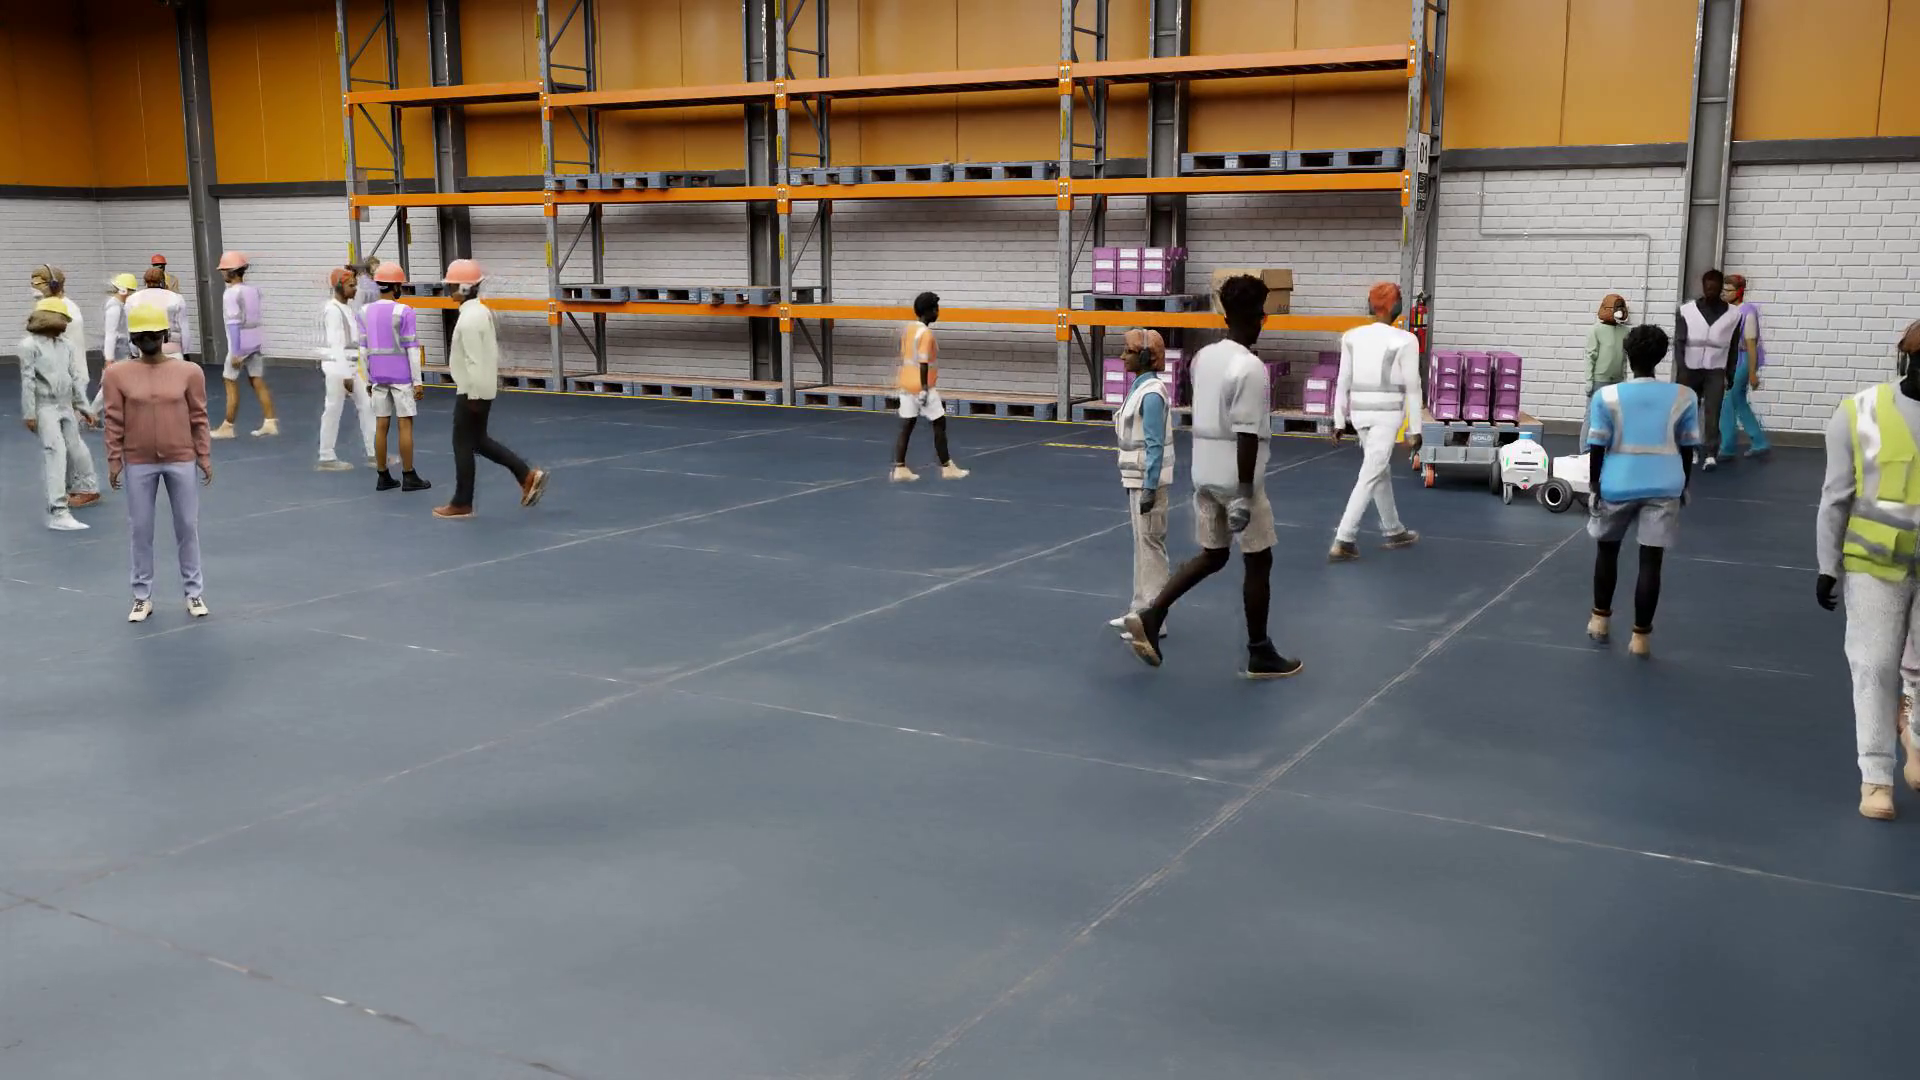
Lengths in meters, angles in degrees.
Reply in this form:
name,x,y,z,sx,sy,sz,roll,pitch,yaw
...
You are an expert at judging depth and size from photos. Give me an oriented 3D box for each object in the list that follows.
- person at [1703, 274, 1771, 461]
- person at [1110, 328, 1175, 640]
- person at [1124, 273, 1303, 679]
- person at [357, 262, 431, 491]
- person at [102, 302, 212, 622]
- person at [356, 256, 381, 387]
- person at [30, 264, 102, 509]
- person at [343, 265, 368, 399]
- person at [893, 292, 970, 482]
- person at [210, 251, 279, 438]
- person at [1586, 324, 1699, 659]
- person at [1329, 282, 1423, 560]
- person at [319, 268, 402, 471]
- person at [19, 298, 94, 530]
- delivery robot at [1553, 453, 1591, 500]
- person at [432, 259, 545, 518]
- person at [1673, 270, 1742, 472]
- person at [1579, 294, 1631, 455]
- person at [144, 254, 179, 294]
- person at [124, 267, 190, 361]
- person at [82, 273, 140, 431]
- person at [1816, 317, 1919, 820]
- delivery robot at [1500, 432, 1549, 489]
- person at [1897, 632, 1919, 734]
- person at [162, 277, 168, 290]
name,x,y,z,sx,sy,sz,roll,pitch,yaw
person,7.563,-1.645,16.003,0.684,1.808,0.587,1,10,5
person,0.974,-0.293,8.785,0.314,1.642,0.514,0,10,-1
person,1.219,-0.295,7.936,0.770,1.945,0.620,-4,11,-22
person,-4.787,-1.377,14.081,0.552,1.936,0.358,3,10,16
person,-4.427,-0.429,9.202,0.533,1.767,0.326,-5,11,-25
person,-8.150,-2.998,23.286,0.734,1.919,0.643,3,11,19
person,-7.139,-1.218,13.235,0.381,1.929,0.645,-8,13,-38
person,-8.117,-2.770,22.343,0.907,1.832,0.550,8,13,38
person,-0.252,-1.335,14.599,0.764,1.660,0.543,-4,11,-22
person,-7.771,-2.091,17.935,0.616,2.036,0.619,1,10,7
person,3.479,-0.259,8.523,0.532,1.671,0.705,3,10,17
person,2.792,-0.795,11.089,1.010,1.833,0.590,-8,13,-39
person,-5.555,-1.554,15.294,0.839,1.852,0.609,-1,10,-6
person,-6.693,-0.935,12.318,0.584,1.688,0.557,2,10,12
delivery robot,4.941,-0.507,12.807,0.477,0.478,0.707,-6,12,-33
person,-3.636,-1.142,12.649,0.751,1.978,0.627,-1,10,-4
person,6.934,-1.580,15.497,0.587,1.848,1.083,3,11,18
person,5.956,-1.444,15.322,0.501,1.633,0.285,-4,11,-23
person,-13.490,-3.859,28.152,0.546,1.934,0.376,-7,12,-36
person,-8.790,-2.070,18.280,0.624,1.844,0.430,-3,10,-17
person,-9.419,-2.092,18.608,0.922,1.776,0.622,-4,11,-21
person,3.445,0.098,6.036,0.636,1.827,0.446,5,11,24
delivery robot,4.594,-0.637,13.542,0.477,0.478,0.707,3,10,16
person,4.182,-0.075,6.858,0.646,1.889,0.454,5,11,26
person,-9.987,-2.469,20.835,0.549,1.738,0.763,-4,11,-23
